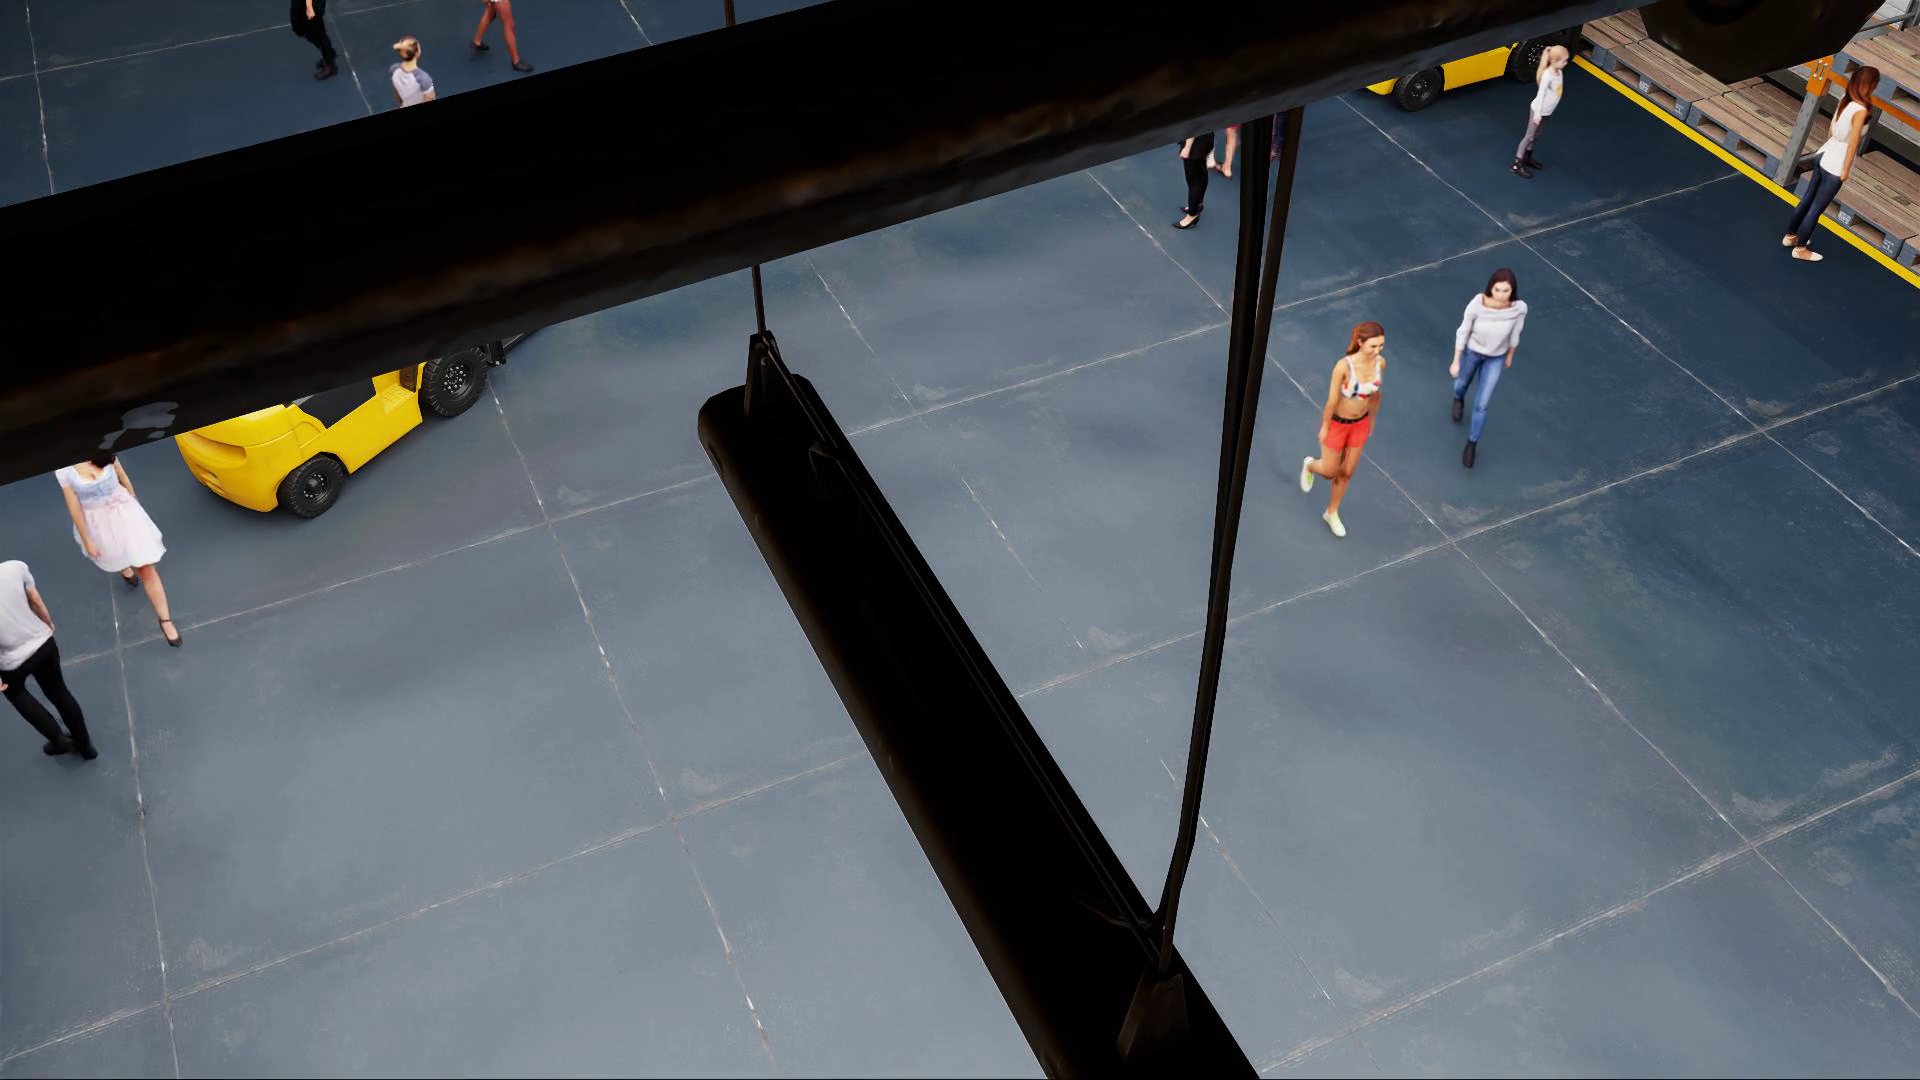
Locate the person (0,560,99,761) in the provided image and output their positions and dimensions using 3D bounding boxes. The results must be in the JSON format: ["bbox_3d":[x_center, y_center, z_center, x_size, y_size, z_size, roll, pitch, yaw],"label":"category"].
[{"bbox_3d":[-5.642,0.721,10.110,0.810,1.850,0.788,25,49,24],"label":"person"}]

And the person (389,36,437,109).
[{"bbox_3d":[-4.870,-3.735,14.961,0.716,1.610,0.777,16,46,16],"label":"person"}]

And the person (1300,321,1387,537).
[{"bbox_3d":[2.702,-0.858,11.819,0.664,1.780,0.875,-12,45,-12],"label":"person"}]

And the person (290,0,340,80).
[{"bbox_3d":[-6.482,-5.458,16.721,0.659,1.676,0.742,32,52,29],"label":"person"}]

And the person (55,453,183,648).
[{"bbox_3d":[-5.678,-0.140,11.070,0.831,1.773,1.253,-29,50,-27],"label":"person"}]

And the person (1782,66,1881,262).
[{"bbox_3d":[7.509,-3.253,14.328,0.721,1.785,0.606,1,44,1],"label":"person"}]

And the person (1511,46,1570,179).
[{"bbox_3d":[5.412,-4.009,15.493,0.593,1.274,0.567,30,51,28],"label":"person"}]

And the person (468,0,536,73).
[{"bbox_3d":[-4.754,-5.588,16.826,1.050,1.720,1.064,2,44,3],"label":"person"}]

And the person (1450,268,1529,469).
[{"bbox_3d":[3.919,-1.419,12.548,1.024,1.585,1.147,9,44,9],"label":"person"}]
